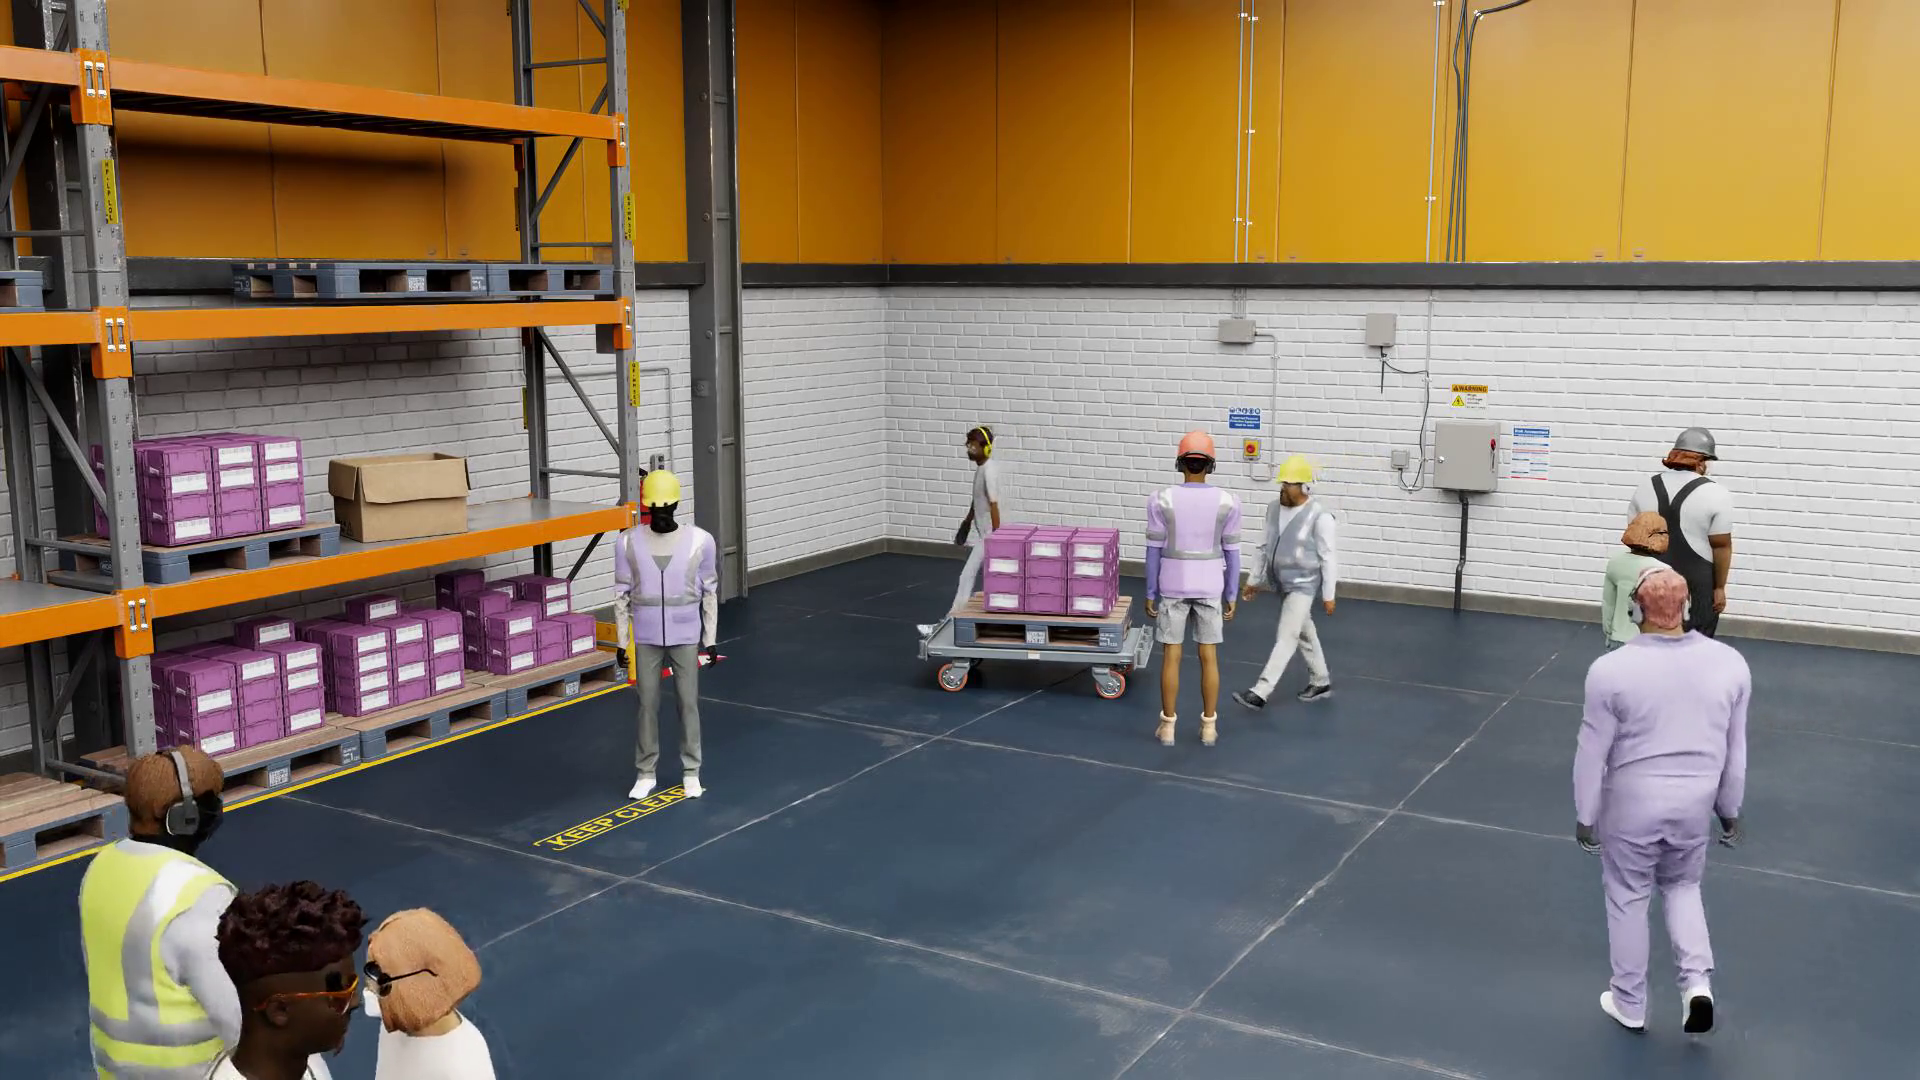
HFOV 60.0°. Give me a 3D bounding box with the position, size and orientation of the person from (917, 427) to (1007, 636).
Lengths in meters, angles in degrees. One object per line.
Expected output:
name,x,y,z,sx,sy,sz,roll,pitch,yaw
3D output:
person,0.168,-0.033,13.579,0.992,1.795,0.557,1,9,6

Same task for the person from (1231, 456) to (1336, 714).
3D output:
person,2.275,0.303,11.547,0.981,1.775,0.607,-5,10,-28

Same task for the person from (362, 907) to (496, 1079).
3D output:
person,-1.242,1.625,3.899,0.872,1.576,0.523,-6,11,-35

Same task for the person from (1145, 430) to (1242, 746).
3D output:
person,1.487,0.311,10.696,0.603,2.038,0.401,0,9,1

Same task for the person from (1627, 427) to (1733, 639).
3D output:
person,4.831,0.244,11.099,0.536,2.000,0.683,-7,12,-38

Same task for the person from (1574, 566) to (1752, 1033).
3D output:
person,2.748,1.045,6.551,0.676,1.891,0.474,0,9,-2

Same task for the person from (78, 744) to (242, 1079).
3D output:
person,-2.107,1.437,4.422,0.951,1.799,0.626,-9,13,-44

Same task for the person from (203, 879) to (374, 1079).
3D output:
person,-1.339,1.575,3.088,0.626,1.941,0.597,-2,9,-11

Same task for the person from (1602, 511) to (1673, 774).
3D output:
person,4.046,0.636,9.919,0.264,1.632,0.508,-4,10,-23

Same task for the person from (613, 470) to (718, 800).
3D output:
person,-1.690,0.548,9.564,0.594,1.922,0.386,-1,9,-3
